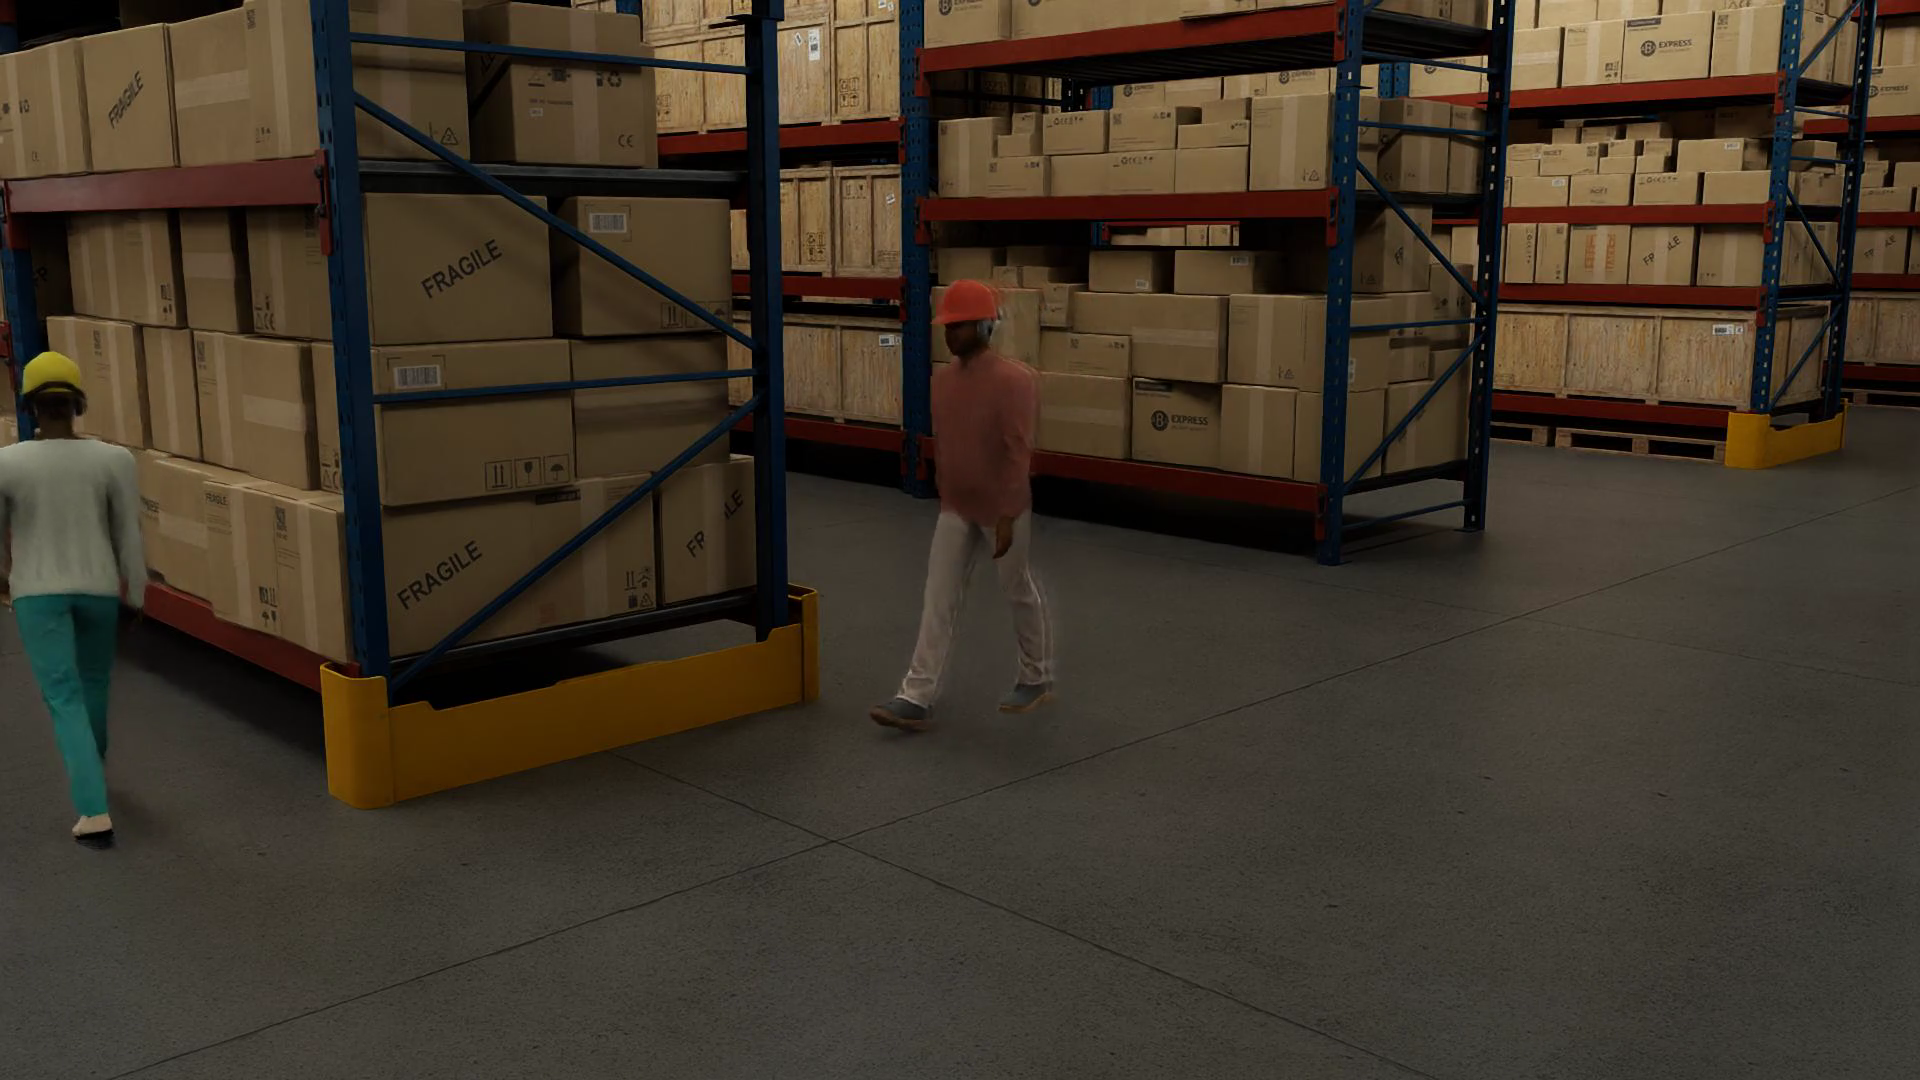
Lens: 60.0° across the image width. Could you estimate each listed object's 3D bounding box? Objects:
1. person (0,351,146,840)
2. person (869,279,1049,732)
[{"bbox_3d":[-3.231,0.185,6.008,0.535,1.719,0.902,-9,14,-41],"label":"person"},{"bbox_3d":[0.060,-0.136,7.181,0.622,1.943,1.022,9,14,40],"label":"person"}]
